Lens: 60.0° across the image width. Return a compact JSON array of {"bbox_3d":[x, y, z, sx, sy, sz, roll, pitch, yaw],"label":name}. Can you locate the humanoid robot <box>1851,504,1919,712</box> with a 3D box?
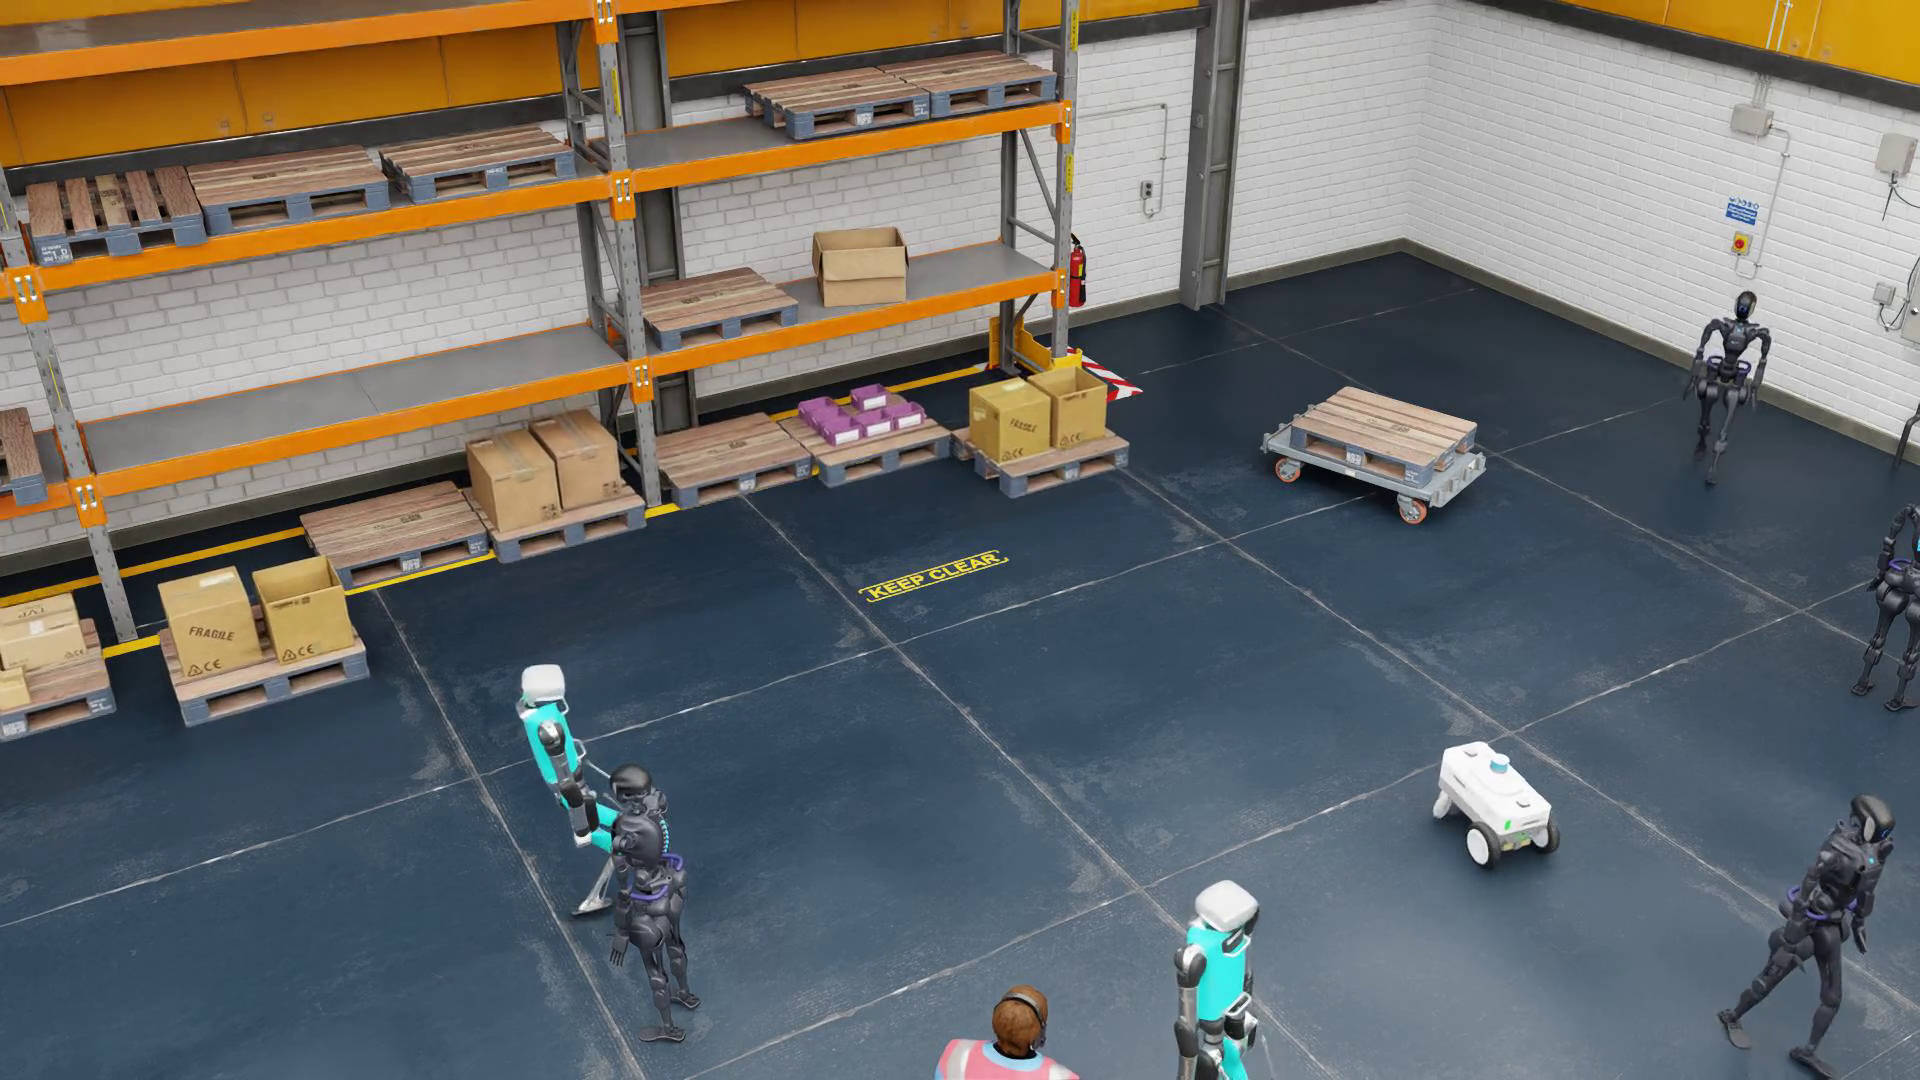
[{"bbox_3d":[6.279,0.335,10.938,0.307,1.655,0.609,-17,34,-27],"label":"humanoid robot"}]

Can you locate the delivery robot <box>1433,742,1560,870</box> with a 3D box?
[{"bbox_3d":[3.187,1.564,9.918,0.515,0.597,0.769,-10,31,-17],"label":"delivery robot"}]

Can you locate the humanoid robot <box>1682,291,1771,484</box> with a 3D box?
[{"bbox_3d":[6.403,-1.320,13.925,0.594,1.622,0.785,13,32,22],"label":"humanoid robot"}]

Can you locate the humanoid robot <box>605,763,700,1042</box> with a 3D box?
[{"bbox_3d":[-1.556,1.809,8.329,0.315,1.655,0.599,8,30,14],"label":"humanoid robot"}]

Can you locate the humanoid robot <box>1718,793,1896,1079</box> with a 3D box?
[{"bbox_3d":[4.228,1.911,8.171,0.589,1.632,0.614,-13,32,-22],"label":"humanoid robot"}]

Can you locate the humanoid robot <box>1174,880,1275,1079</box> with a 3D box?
[{"bbox_3d":[1.271,2.370,7.341,0.683,1.847,0.544,22,36,34],"label":"humanoid robot"}]

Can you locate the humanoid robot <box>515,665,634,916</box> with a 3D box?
[{"bbox_3d":[-1.887,1.413,9.055,0.872,1.860,0.558,-13,32,-22],"label":"humanoid robot"}]

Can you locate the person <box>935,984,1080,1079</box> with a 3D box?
[{"bbox_3d":[0.213,2.564,6.854,0.629,1.836,0.431,10,31,17],"label":"person"}]
